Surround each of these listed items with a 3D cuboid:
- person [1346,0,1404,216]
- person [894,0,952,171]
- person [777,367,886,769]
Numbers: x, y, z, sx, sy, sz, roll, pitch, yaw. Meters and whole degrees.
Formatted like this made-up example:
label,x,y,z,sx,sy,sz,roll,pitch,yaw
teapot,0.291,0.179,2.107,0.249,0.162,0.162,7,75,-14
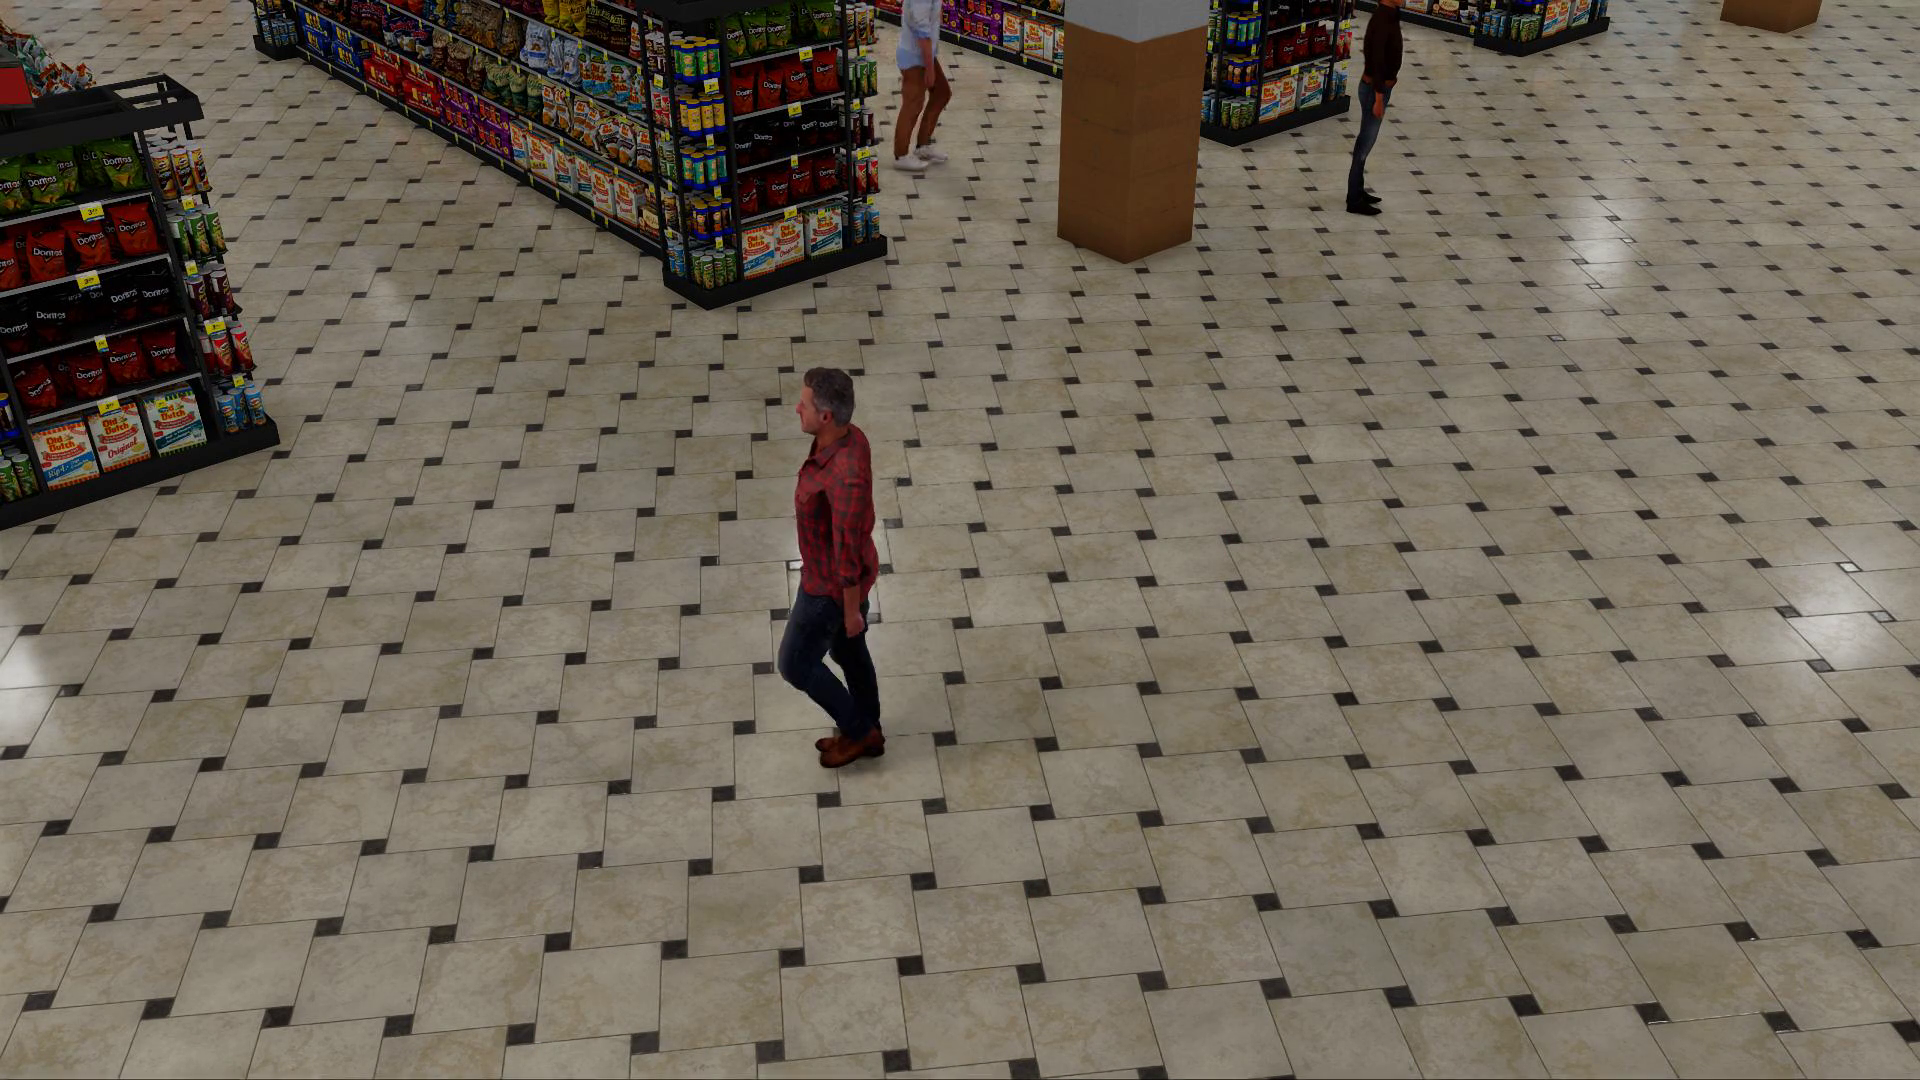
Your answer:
label,x,y,z,sx,sy,sz,roll,pitch,yaw
person,3.049,-3.301,12.237,0.728,1.782,0.719,8,33,13
person,-0.405,-3.781,12.996,0.907,1.795,0.845,2,32,3
person,-0.399,0.151,6.656,0.885,1.817,0.821,1,32,2
